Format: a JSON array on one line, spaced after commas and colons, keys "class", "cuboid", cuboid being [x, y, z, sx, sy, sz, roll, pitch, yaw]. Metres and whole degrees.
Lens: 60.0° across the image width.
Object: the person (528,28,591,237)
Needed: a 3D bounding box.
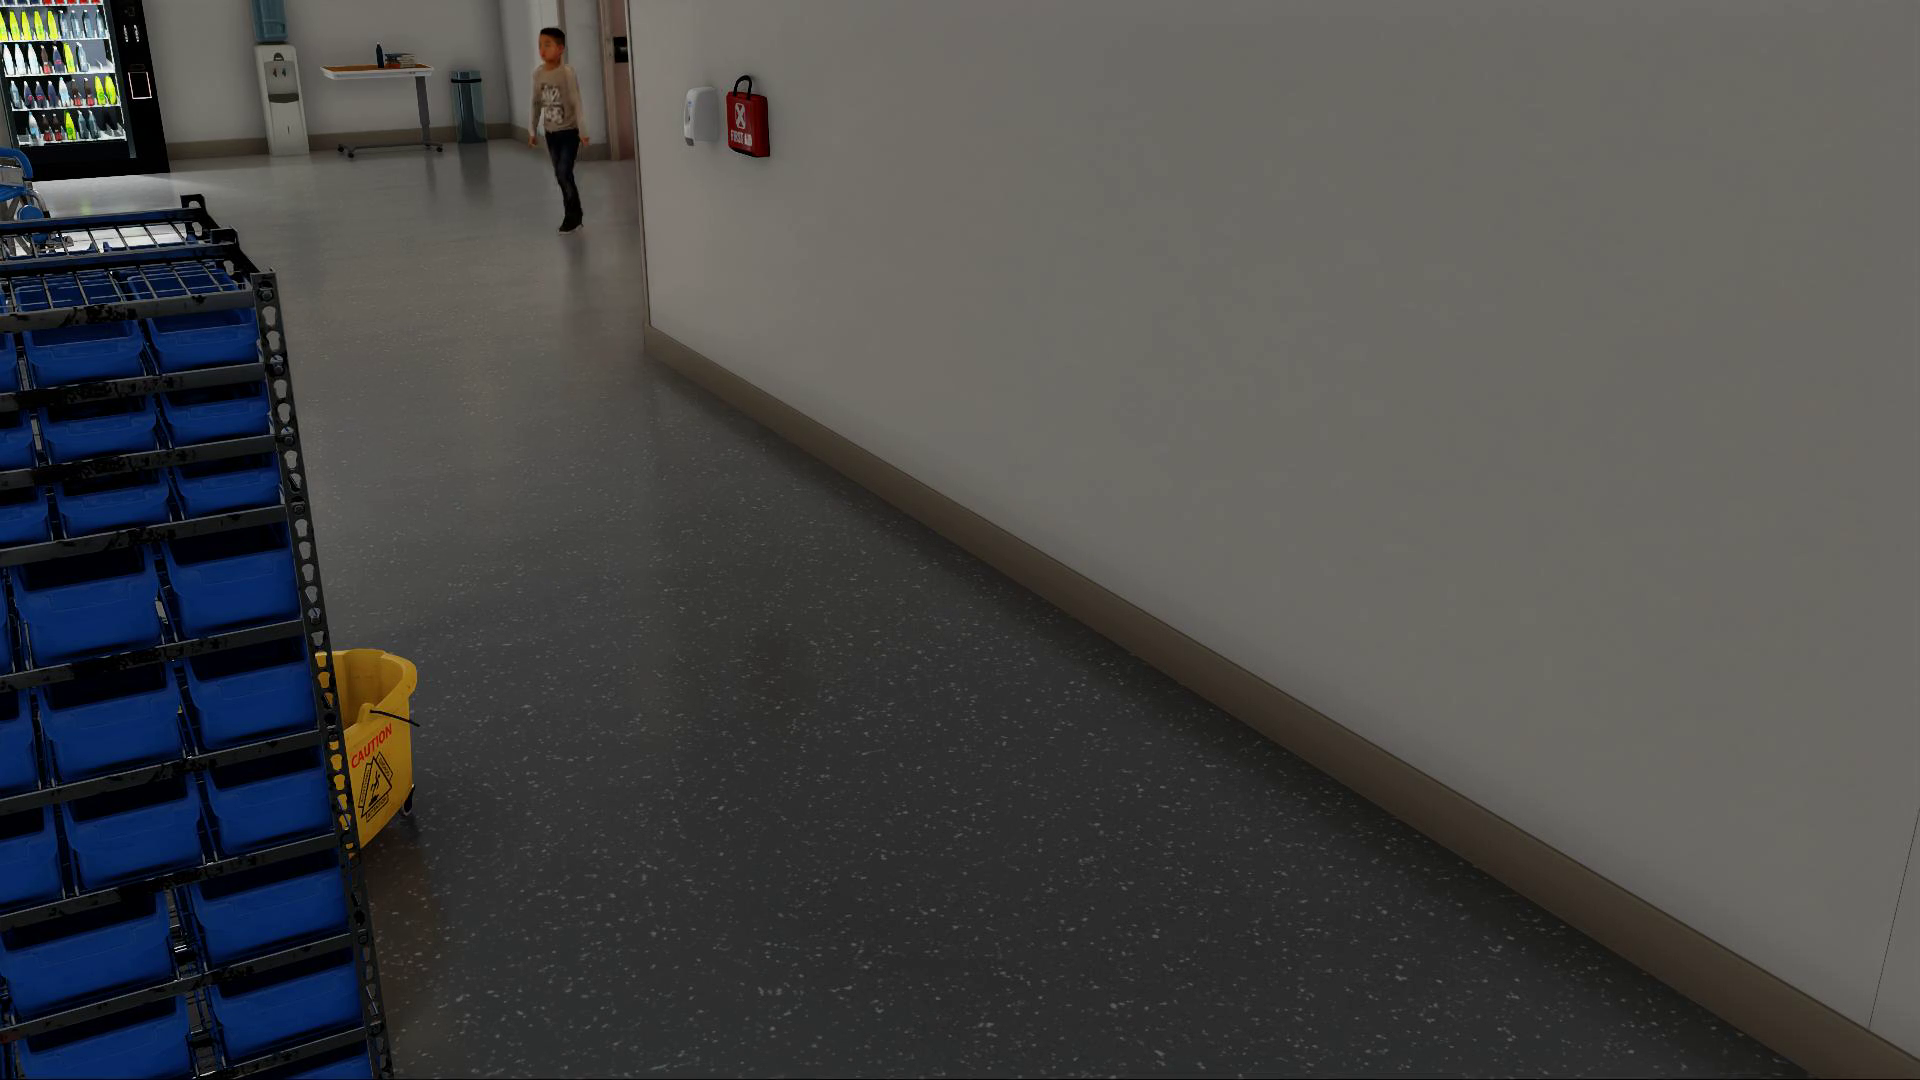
[{"class": "person", "cuboid": [-2.849, -2.975, 12.130, 0.710, 1.453, 0.756, 11, 23, 26]}]
